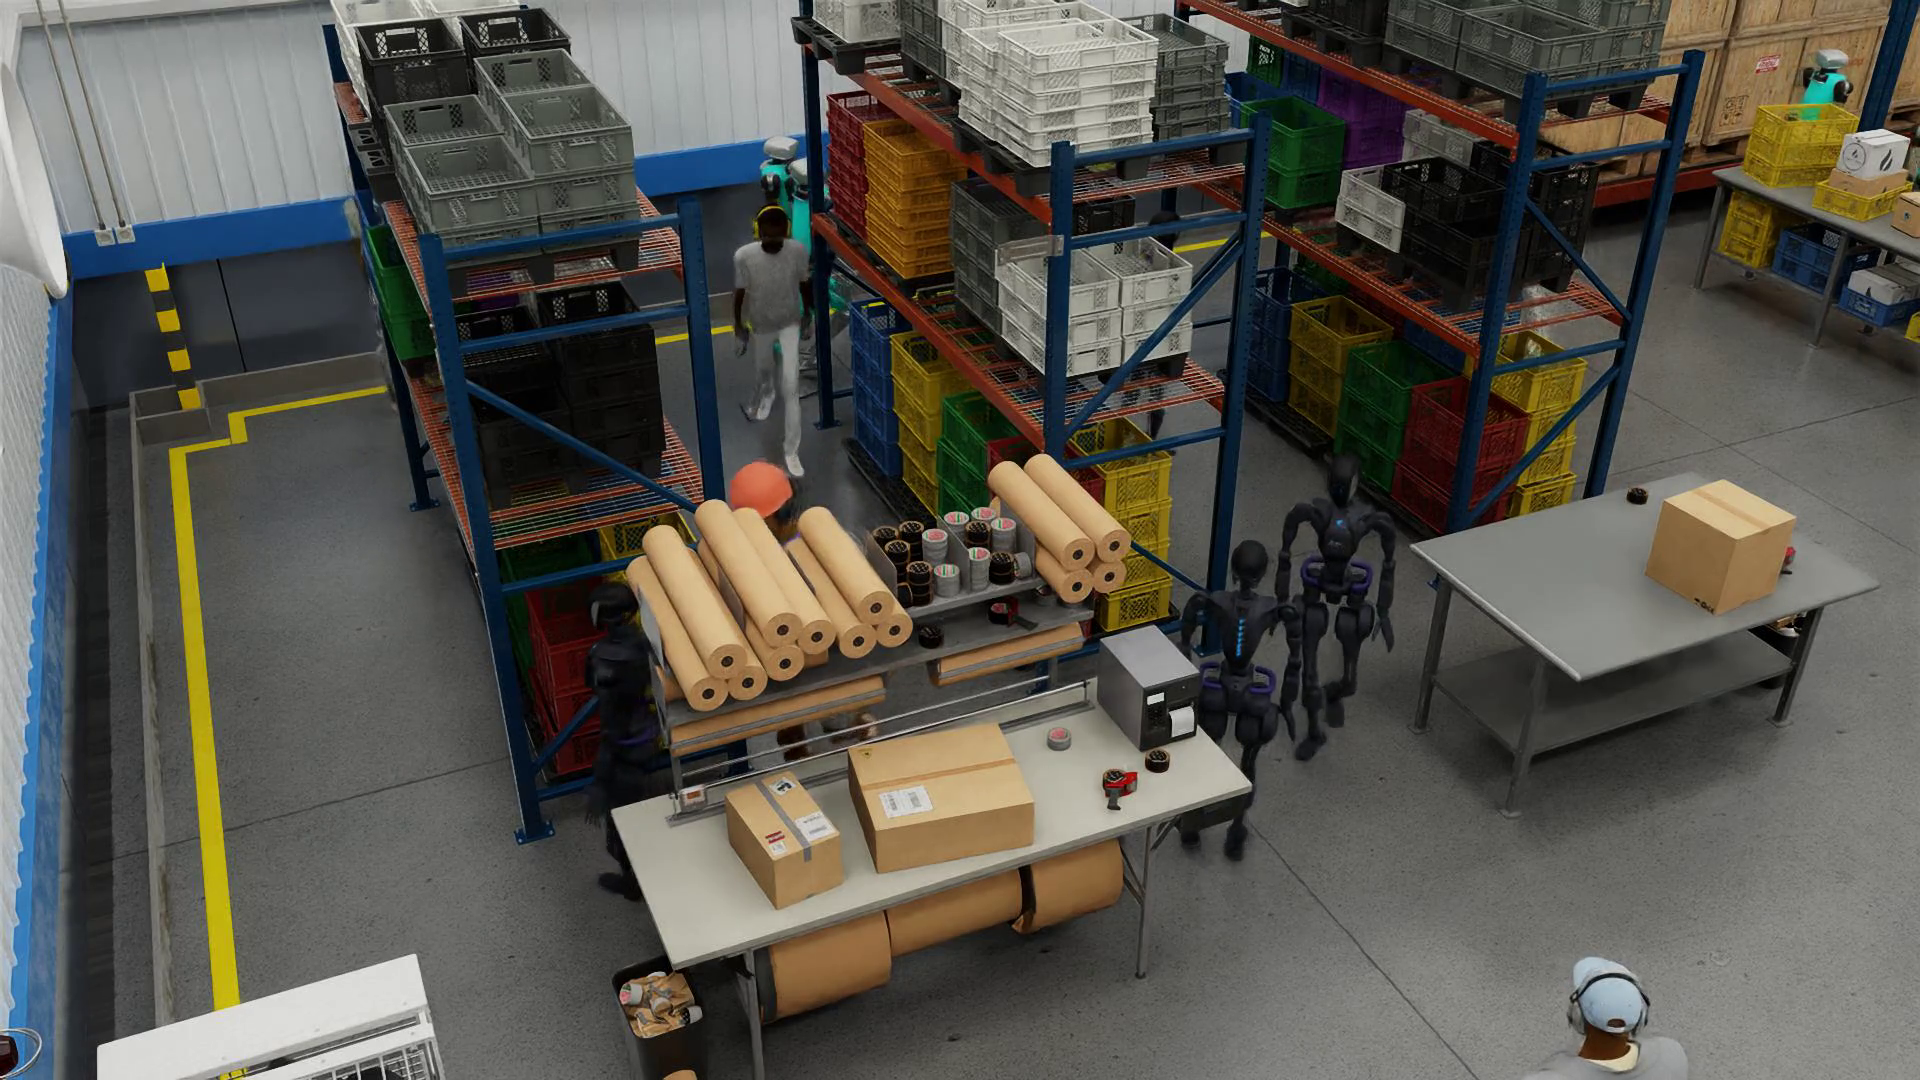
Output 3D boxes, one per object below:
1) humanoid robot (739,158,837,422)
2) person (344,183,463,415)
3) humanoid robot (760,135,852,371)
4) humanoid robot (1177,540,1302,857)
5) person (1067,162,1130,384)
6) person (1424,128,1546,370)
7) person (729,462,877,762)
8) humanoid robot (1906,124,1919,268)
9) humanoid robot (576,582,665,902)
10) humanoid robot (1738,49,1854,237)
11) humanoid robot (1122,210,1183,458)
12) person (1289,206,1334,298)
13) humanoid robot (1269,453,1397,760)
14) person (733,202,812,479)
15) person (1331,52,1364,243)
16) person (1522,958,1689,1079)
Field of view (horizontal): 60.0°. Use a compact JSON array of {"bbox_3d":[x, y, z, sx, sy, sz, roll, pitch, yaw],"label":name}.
[{"bbox_3d":[-1.257,-1.629,11.264,0.911,1.812,0.574,-23,39,-33],"label":"humanoid robot"},{"bbox_3d":[-3.855,-1.827,11.468,0.518,1.814,0.837,2,32,3],"label":"person"},{"bbox_3d":[-1.007,-1.966,11.707,0.708,1.739,0.532,5,32,8],"label":"humanoid robot"},{"bbox_3d":[1.227,0.713,7.458,0.589,1.651,0.334,6,32,9],"label":"humanoid robot"},{"bbox_3d":[0.959,-1.959,11.774,0.536,1.708,0.889,-12,34,-19],"label":"person"},{"bbox_3d":[3.895,-2.122,11.946,0.964,1.792,0.593,27,40,36],"label":"person"},{"bbox_3d":[-0.671,0.476,7.564,0.674,1.993,0.870,16,35,25],"label":"person"},{"bbox_3d":[7.373,-2.304,12.353,0.544,1.820,0.890,-14,34,-22],"label":"humanoid robot"},{"bbox_3d":[-1.410,0.913,7.158,0.489,1.633,0.612,1,32,2],"label":"humanoid robot"},{"bbox_3d":[6.688,-3.062,13.623,0.751,1.857,0.531,-5,32,-8],"label":"humanoid robot"},{"bbox_3d":[1.218,-1.344,10.802,0.376,1.641,0.603,-15,35,-23],"label":"humanoid robot"},{"bbox_3d":[2.728,-2.720,12.852,0.618,1.877,0.793,-25,40,-35],"label":"person"},{"bbox_3d":[1.841,0.295,8.160,0.614,1.640,0.535,9,33,14],"label":"humanoid robot"},{"bbox_3d":[-1.232,-1.422,10.853,0.540,1.773,1.138,-5,32,-8],"label":"person"},{"bbox_3d":[3.120,-3.221,13.702,0.621,1.844,0.429,-18,36,-26],"label":"person"},{"bbox_3d":[1.875,2.014,5.192,0.588,1.850,0.396,-10,33,-16],"label":"person"}]
